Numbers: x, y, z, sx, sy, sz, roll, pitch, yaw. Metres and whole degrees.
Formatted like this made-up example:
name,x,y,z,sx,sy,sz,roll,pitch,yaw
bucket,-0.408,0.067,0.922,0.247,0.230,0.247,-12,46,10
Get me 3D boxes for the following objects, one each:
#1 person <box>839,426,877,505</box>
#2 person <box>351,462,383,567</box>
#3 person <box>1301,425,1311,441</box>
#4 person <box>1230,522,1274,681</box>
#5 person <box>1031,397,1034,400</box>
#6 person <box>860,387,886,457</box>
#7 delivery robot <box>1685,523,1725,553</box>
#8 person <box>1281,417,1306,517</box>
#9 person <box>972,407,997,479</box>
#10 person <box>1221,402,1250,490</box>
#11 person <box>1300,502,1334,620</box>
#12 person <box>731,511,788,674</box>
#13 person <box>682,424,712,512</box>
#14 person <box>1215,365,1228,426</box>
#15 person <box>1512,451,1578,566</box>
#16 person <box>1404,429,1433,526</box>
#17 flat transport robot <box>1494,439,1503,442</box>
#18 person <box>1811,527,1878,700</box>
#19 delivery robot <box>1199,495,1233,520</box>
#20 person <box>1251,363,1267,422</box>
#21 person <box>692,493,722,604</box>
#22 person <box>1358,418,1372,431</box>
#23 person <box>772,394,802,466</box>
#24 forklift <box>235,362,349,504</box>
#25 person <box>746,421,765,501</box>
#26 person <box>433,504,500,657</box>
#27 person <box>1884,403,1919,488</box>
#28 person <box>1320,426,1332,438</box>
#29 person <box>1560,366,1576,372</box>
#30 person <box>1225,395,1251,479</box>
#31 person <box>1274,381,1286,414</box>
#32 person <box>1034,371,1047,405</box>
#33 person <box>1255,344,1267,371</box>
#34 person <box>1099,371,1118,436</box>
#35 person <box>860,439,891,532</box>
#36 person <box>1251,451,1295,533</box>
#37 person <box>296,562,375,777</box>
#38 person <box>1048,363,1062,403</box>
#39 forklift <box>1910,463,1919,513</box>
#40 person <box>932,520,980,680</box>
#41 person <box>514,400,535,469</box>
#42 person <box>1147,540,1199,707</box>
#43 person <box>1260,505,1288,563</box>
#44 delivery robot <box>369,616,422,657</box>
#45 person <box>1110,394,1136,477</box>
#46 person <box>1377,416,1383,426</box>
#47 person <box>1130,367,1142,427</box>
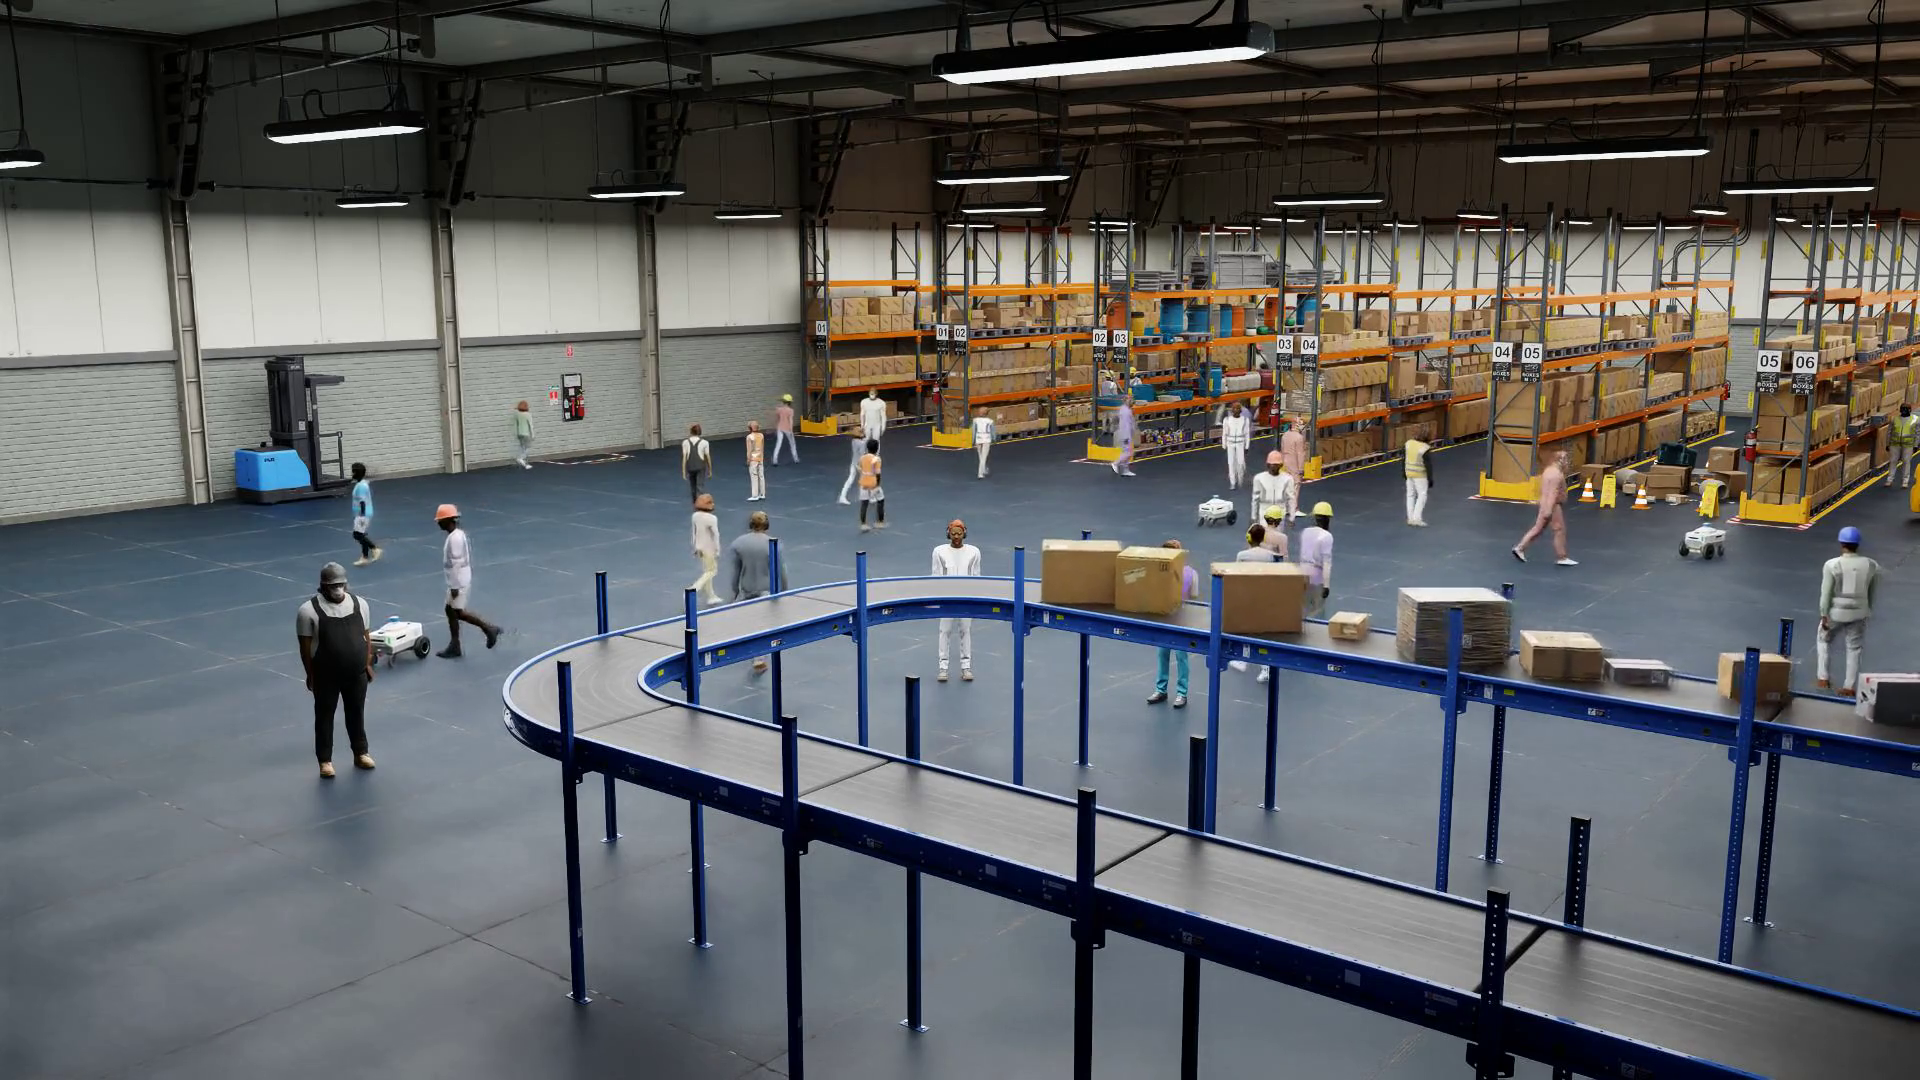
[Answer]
name,x,y,z,sx,sy,sz,roll,pitch,yaw
person,-2.053,-1.505,31.480,0.915,1.588,0.512,-7,12,-34
person,-9.543,-0.404,24.997,0.403,1.683,0.552,-5,11,-25
person,9.202,-3.480,41.425,0.622,1.996,0.370,-4,11,-24
person,3.449,0.709,18.336,0.529,1.835,0.939,-5,11,-26
person,2.416,-4.897,49.574,0.542,1.938,0.358,7,12,35
person,-2.071,-2.652,36.948,0.642,1.924,0.569,2,10,11
delivery robot,12.370,-0.040,25.969,0.707,0.478,0.477,-8,13,-35
person,6.442,-1.414,30.067,0.401,1.904,0.648,-4,11,-20
person,0.567,-2.205,35.383,0.543,1.585,0.867,4,11,23
person,5.896,-2.010,33.499,0.583,1.869,0.441,2,10,11
person,4.363,0.474,19.447,0.667,1.901,0.607,-4,11,-22
person,-2.367,0.589,18.783,0.662,1.903,0.878,2,10,13
person,-5.029,-1.344,30.016,0.518,1.785,1.005,1,10,5
person,7.790,-4.289,46.482,0.437,1.818,0.623,-1,10,-6
person,9.454,-0.524,25.173,0.948,1.865,0.670,1,10,8
person,8.454,-1.165,28.943,0.500,1.809,0.688,-6,12,-29
flat transport robot,15.075,-2.791,42.531,1.431,0.197,0.652,-9,13,-40
person,9.904,0.803,17.540,0.625,1.924,0.688,1,10,6
delivery robot,4.757,-0.588,29.066,0.477,0.478,0.707,9,14,42
person,9.337,-4.545,47.994,0.624,1.802,0.949,8,13,38
person,-3.625,0.144,22.110,0.506,1.613,0.630,8,13,40
person,11.039,-3.637,42.507,0.594,1.925,0.368,7,13,36
person,-4.188,-2.630,37.469,0.524,1.715,0.952,6,12,30
forklift,-13.803,-2.244,32.110,1.129,2.768,1.873,8,13,37
person,-4.185,-1.617,31.959,0.311,1.636,0.521,6,12,30
person,-6.135,0.493,19.324,0.682,1.909,0.559,-4,11,-24
person,20.363,-2.048,33.811,0.634,1.841,0.429,9,13,41
person,9.617,-3.405,41.223,0.542,1.928,0.389,-3,10,-16
person,18.415,-4.504,47.486,0.613,1.892,0.696,2,10,12
person,6.231,-2.271,34.914,0.694,1.892,0.604,-6,12,-29
person,8.475,-3.292,41.019,0.533,1.769,0.309,7,12,35
person,2.446,-4.680,48.182,0.992,2.008,0.620,-10,14,-43
person,10.559,-5.967,55.498,0.628,1.972,0.678,-1,10,-6
person,4.196,-3.834,43.882,0.588,1.833,0.404,9,13,40
person,-1.548,-1.001,28.381,0.547,1.665,0.738,8,13,39
person,4.790,-0.354,23.835,0.638,1.991,1.017,0,10,2
person,-5.897,1.231,14.910,0.682,2.000,0.538,-9,14,-42
person,2.879,-4.492,47.765,0.726,1.788,0.407,-8,13,-39
forklift,19.034,-1.348,28.998,2.313,2.155,1.214,8,13,37
person,-0.045,0.699,18.236,0.576,1.882,0.355,-1,10,-7
person,-10.244,-2.467,36.748,0.526,1.618,0.462,4,11,23
person,2.350,0.900,17.206,0.570,1.843,0.372,8,13,37
person,3.979,0.432,20.062,0.330,1.768,0.526,-10,14,-43
delivery robot,-6.904,1.180,19.118,0.477,0.478,0.707,3,10,15
person,3.735,-2.377,35.541,0.520,1.889,0.645,0,10,0
person,12.520,-4.232,45.976,0.658,1.887,0.727,-3,11,-19
person,4.996,-4.100,45.383,0.403,1.830,0.599,-8,13,-39
